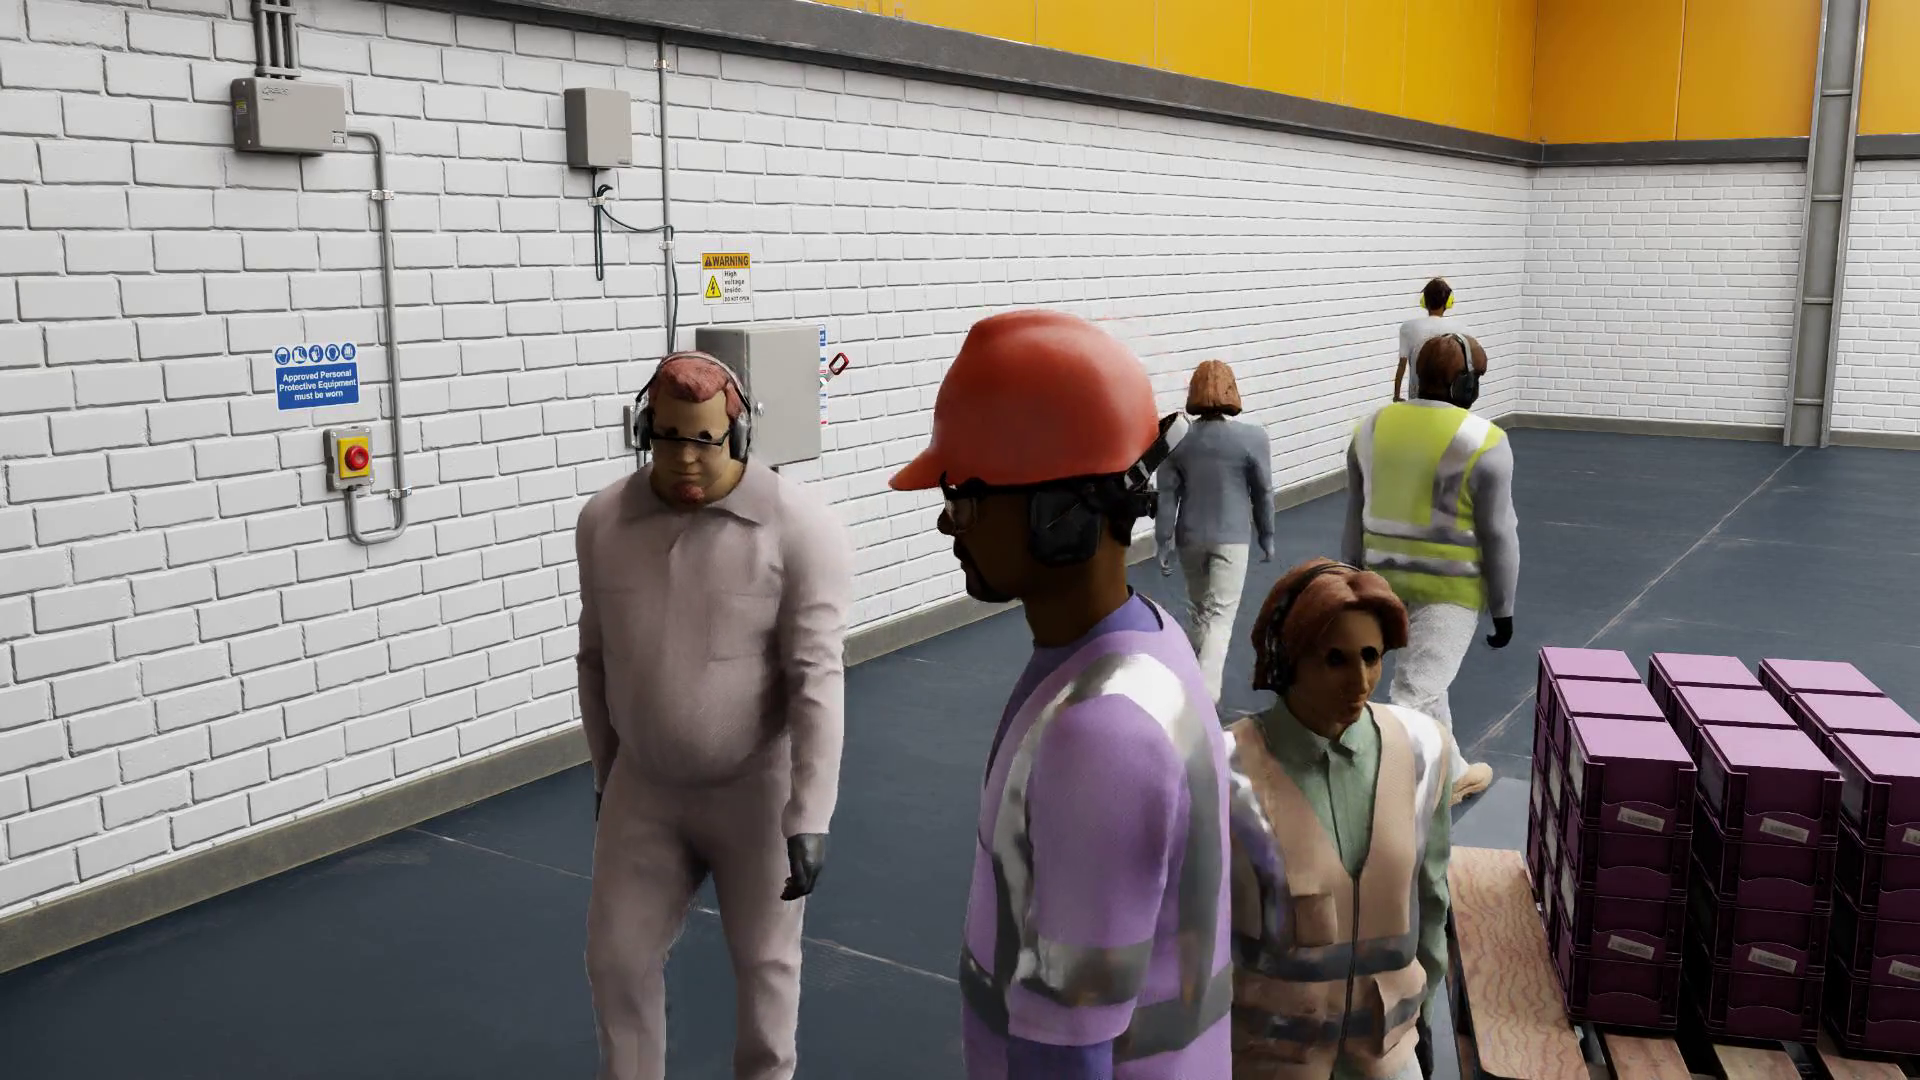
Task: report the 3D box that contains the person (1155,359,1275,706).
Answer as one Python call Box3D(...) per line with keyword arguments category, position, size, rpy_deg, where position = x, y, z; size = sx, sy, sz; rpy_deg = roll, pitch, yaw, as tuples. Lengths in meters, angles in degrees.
Box3D(category="person", position=(1.088, 0.015, 7.231), size=(0.496, 1.594, 0.858), rpy_deg=(5, 11, 24))

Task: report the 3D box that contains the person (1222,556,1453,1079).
Box3D(category="person", position=(0.559, 0.835, 2.585), size=(0.540, 1.621, 0.495), rpy_deg=(-3, 11, -16))

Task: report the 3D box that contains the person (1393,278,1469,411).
Box3D(category="person", position=(3.510, -1.025, 12.358), size=(0.547, 1.819, 1.004), rpy_deg=(5, 12, 28))

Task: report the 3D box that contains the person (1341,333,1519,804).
Box3D(category="person", position=(1.663, 0.170, 5.847), size=(0.994, 1.789, 0.628), rpy_deg=(-8, 13, -37))

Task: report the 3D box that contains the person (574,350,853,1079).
Box3D(category="person", position=(-0.552, 0.547, 3.501), size=(0.649, 1.874, 0.702), rpy_deg=(2, 10, 12))

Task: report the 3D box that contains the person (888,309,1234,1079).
Box3D(category="person", position=(0.119, 0.738, 2.038), size=(0.413, 2.026, 0.607), rpy_deg=(0, 10, 0))
